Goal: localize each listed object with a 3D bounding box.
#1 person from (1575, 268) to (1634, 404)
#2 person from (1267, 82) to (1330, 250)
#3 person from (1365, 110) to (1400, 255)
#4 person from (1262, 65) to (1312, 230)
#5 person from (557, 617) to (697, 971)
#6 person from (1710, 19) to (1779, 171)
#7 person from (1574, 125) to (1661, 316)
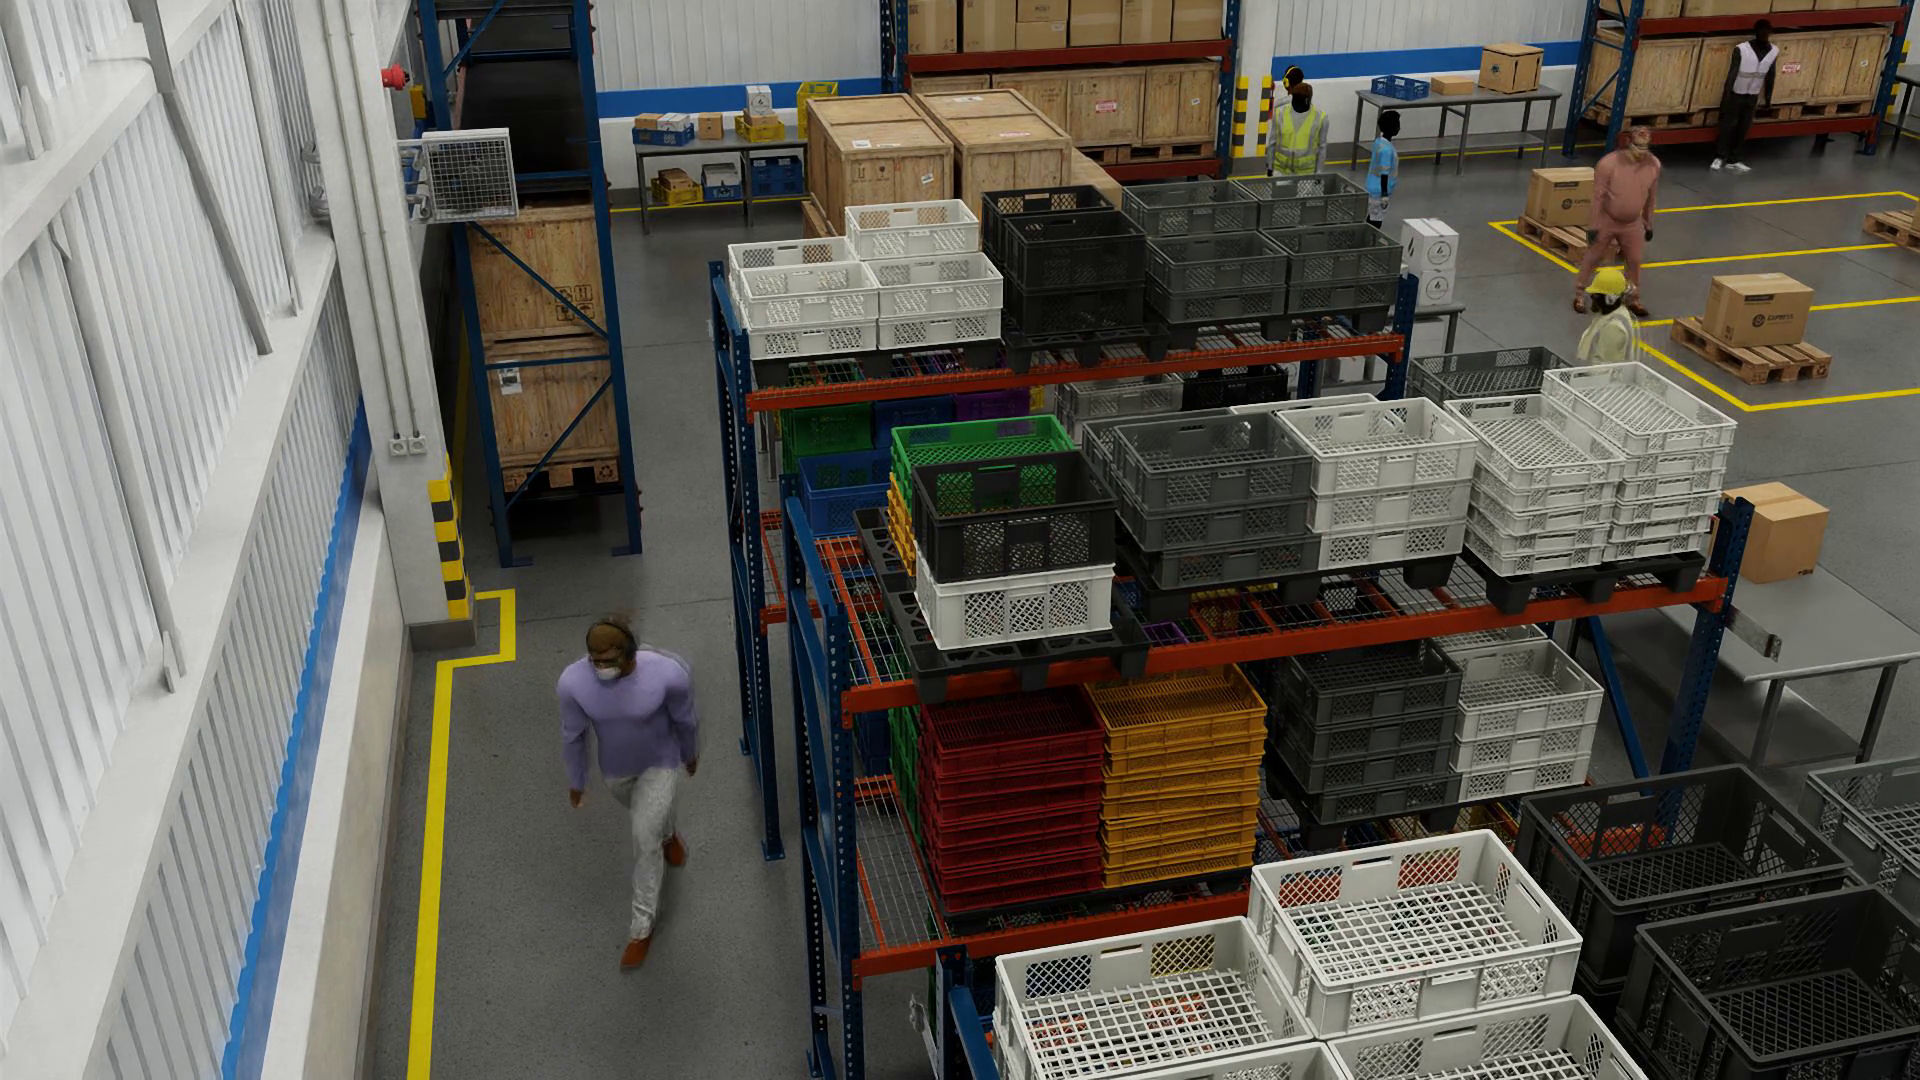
[{"bbox_3d":[4.859,-1.210,12.719,0.970,1.772,0.602,6,28,12],"label":"person"},{"bbox_3d":[3.617,-4.013,17.963,0.624,1.841,0.430,9,29,17],"label":"person"},{"bbox_3d":[4.405,-3.648,17.418,0.319,1.697,0.532,2,28,4],"label":"person"},{"bbox_3d":[3.640,-4.324,18.518,0.520,1.873,0.335,-14,31,-24],"label":"person"},{"bbox_3d":[-1.612,1.074,8.305,0.640,1.865,1.077,2,28,4],"label":"person"},{"bbox_3d":[9.852,-5.580,20.877,0.679,1.900,0.423,-3,28,-5],"label":"person"},{"bbox_3d":[6.443,-3.115,16.208,0.688,1.892,0.398,-1,28,-2],"label":"person"}]
